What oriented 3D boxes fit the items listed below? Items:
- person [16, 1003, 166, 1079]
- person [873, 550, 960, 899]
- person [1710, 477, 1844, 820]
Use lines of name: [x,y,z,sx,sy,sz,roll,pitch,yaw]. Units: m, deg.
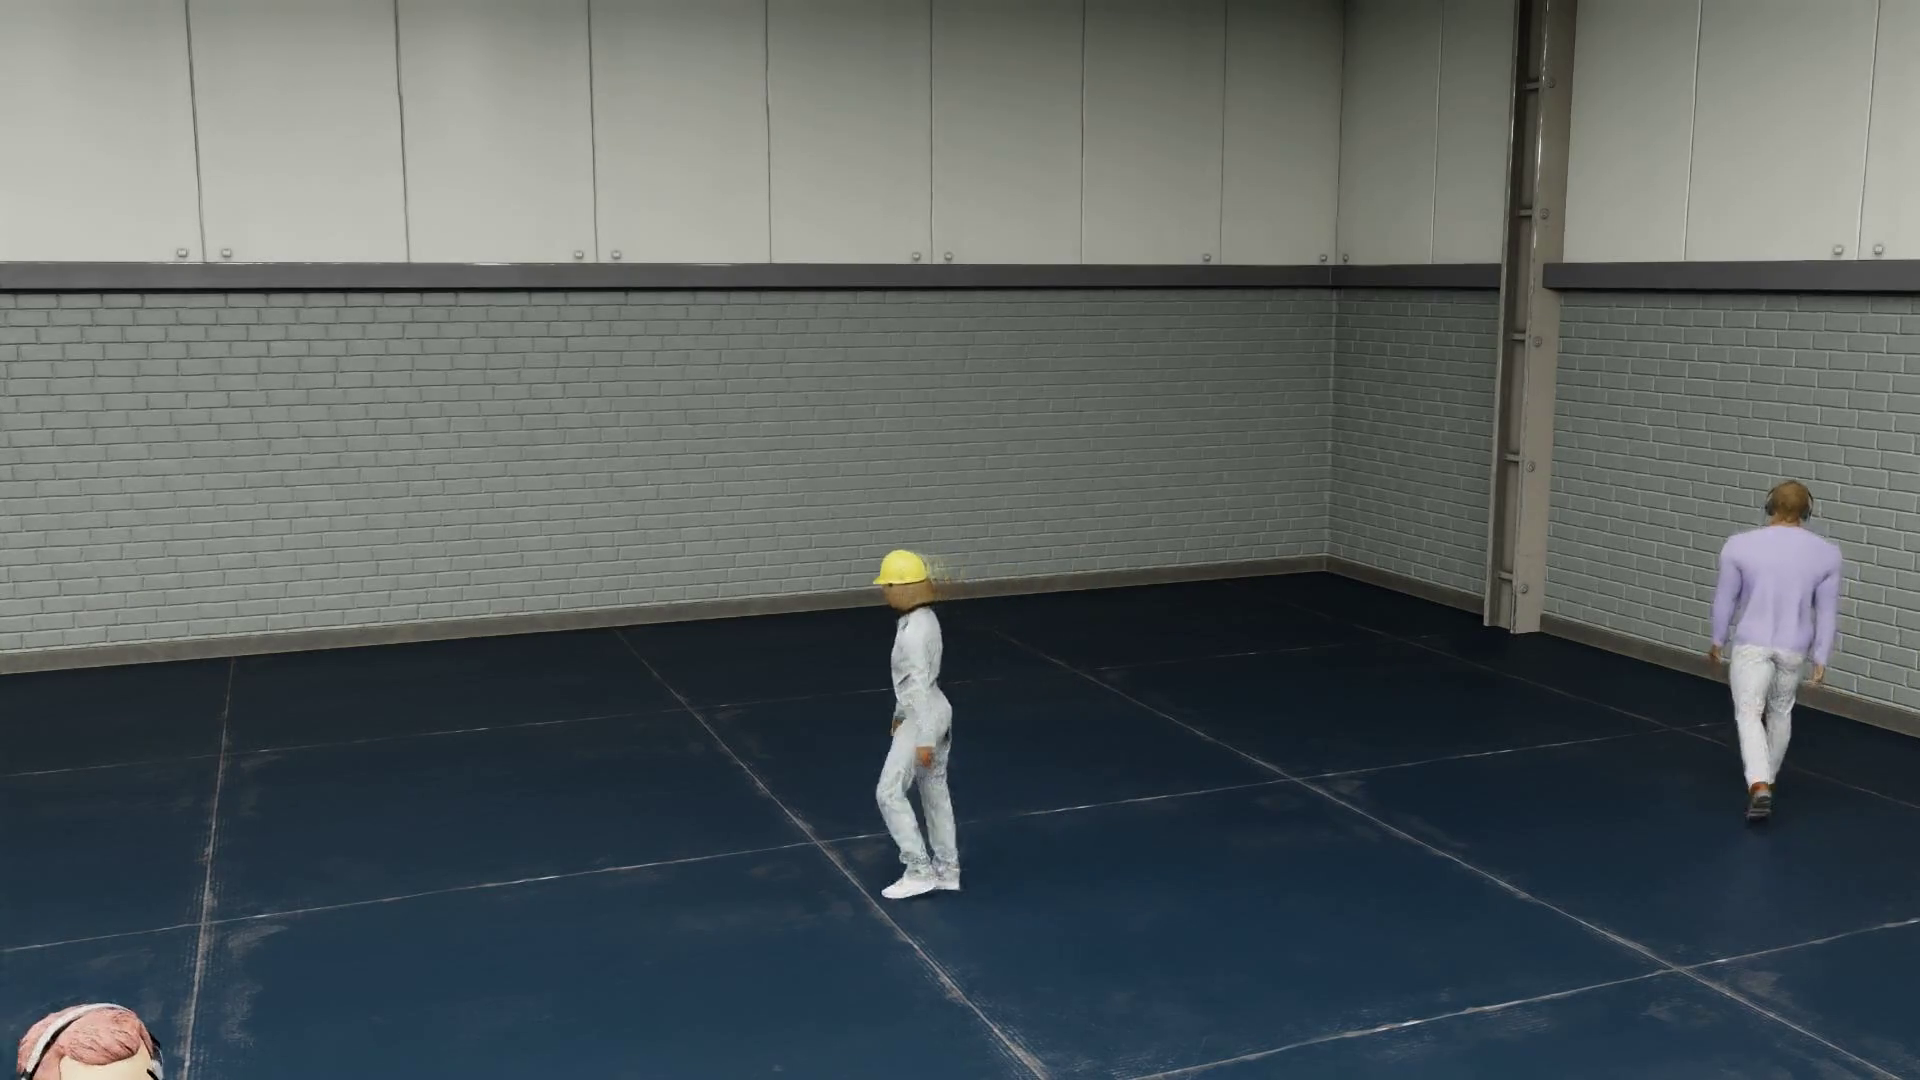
person: [-1.479,1.657,2.891,0.953,1.869,0.644,7,11,37]
person: [-0.224,0.900,8.068,0.503,1.723,0.516,1,9,8]
person: [4.588,0.601,9.356,0.629,1.913,0.925,2,9,13]
